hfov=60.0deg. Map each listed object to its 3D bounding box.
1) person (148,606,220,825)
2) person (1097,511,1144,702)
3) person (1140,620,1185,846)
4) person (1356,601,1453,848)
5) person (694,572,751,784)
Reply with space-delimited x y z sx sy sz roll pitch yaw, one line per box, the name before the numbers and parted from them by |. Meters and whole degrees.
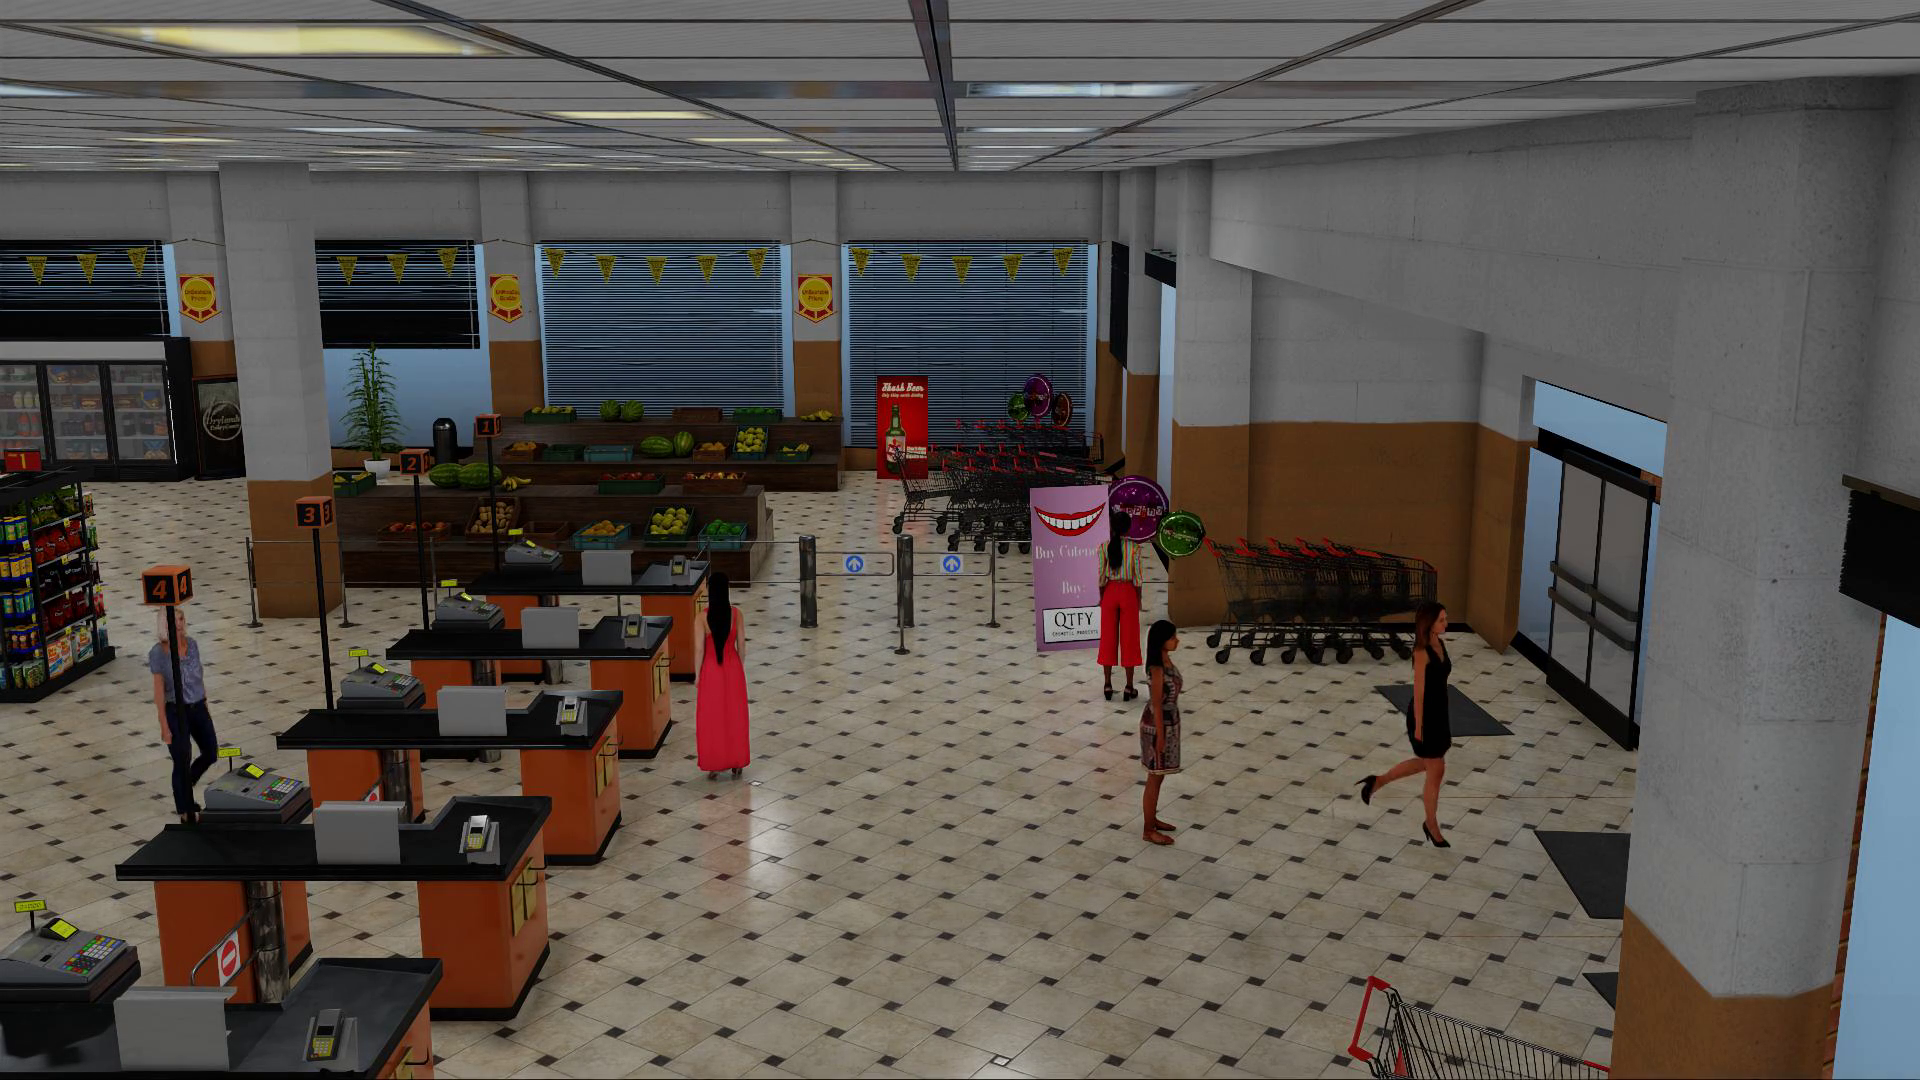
person | -5.869 1.299 12.442 0.758 1.715 0.724 5 13 24
person | 1.490 0.609 15.531 0.554 1.793 0.708 3 12 15
person | 1.464 1.384 12.209 0.600 1.645 0.693 3 12 12
person | 3.308 1.331 12.046 1.037 1.814 0.906 9 15 35
person | -1.924 1.095 13.383 0.654 1.726 0.765 -6 13 -26
